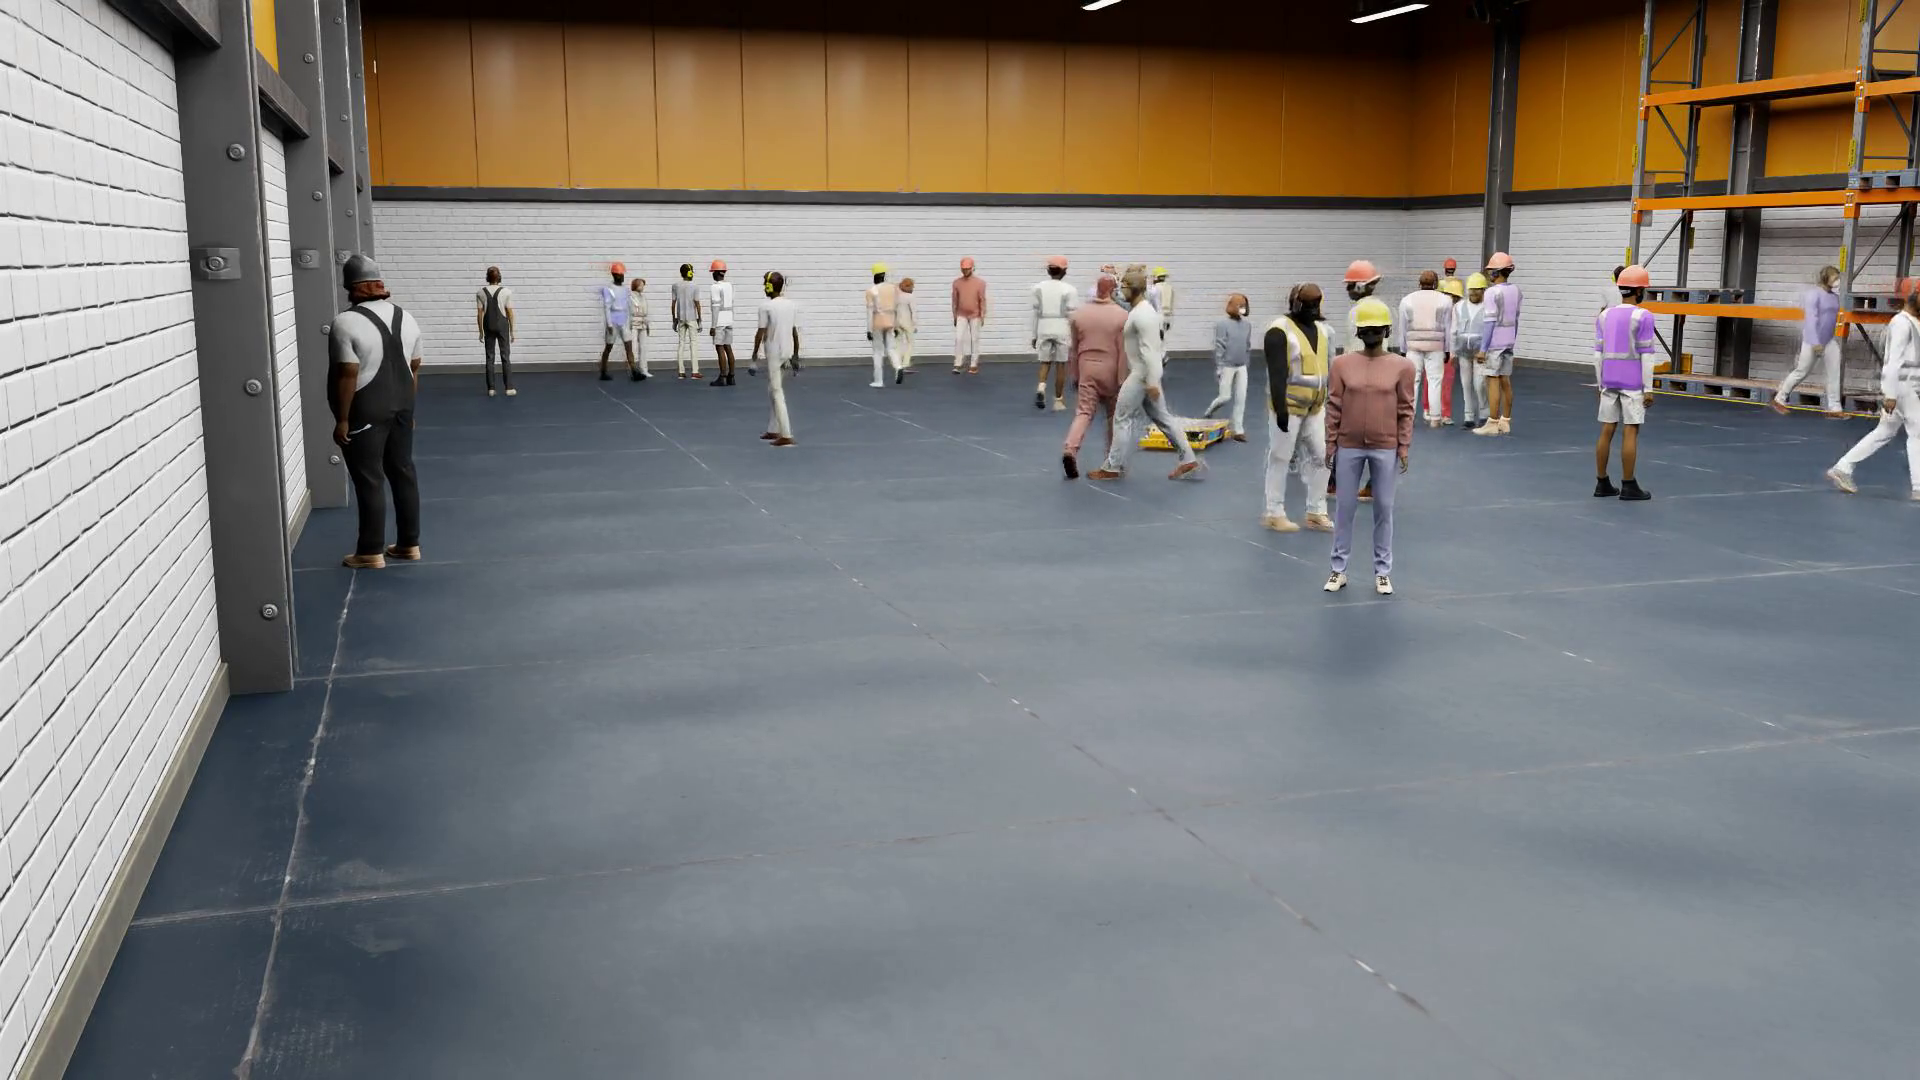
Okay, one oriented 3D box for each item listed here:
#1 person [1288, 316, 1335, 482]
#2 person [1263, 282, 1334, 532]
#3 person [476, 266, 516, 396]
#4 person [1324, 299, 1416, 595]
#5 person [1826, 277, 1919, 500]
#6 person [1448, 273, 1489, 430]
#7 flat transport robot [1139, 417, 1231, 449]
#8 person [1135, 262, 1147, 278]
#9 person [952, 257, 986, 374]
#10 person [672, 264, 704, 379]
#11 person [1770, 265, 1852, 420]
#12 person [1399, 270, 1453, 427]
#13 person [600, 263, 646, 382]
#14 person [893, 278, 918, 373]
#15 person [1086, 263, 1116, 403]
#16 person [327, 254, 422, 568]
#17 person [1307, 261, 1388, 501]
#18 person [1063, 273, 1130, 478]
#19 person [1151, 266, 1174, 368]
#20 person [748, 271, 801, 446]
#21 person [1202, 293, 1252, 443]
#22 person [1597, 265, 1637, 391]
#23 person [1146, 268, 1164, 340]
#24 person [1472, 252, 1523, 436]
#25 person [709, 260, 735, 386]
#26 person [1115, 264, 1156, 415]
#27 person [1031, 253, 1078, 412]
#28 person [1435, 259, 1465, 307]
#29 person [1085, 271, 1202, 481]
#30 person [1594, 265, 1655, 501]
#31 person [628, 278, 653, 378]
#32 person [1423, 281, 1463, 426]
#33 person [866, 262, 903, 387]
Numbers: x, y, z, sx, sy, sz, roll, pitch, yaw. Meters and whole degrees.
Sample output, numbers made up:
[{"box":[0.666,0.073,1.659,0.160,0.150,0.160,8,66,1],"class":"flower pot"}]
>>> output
[{"box":[3.135,-1.395,15.047,0.496,1.697,0.881,3,10,14],"class":"person"},{"box":[2.510,-0.943,12.071,0.638,1.823,0.653,-7,12,-35],"class":"person"},{"box":[-6.646,-2.985,23.828,0.506,1.846,0.351,-1,10,-4],"class":"person"},{"box":[2.447,-0.553,9.982,0.523,1.769,0.309,3,10,17],"class":"person"},{"box":[7.789,-1.263,13.866,0.926,1.852,0.585,7,12,34],"class":"person"},{"box":[5.916,-2.159,19.145,0.590,1.812,0.474,8,13,39],"class":"person"},{"box":[2.423,-1.150,17.761,0.652,0.197,1.431,4,11,22],"class":"flat transport robot"},{"box":[2.706,-3.298,25.510,0.411,1.894,0.672,-1,10,-5],"class":"person"},{"box":[0.127,-3.776,28.081,0.617,1.962,0.871,2,10,12],"class":"person"},{"box":[-4.442,-3.554,27.075,0.518,1.862,0.323,3,10,15],"class":"person"},{"box":[10.576,-2.445,20.581,0.633,1.901,0.996,-5,11,-25],"class":"person"},{"box":[5.471,-2.242,19.543,0.625,1.844,0.429,4,11,23],"class":"person"},{"box":[-5.421,-3.451,26.420,1.000,1.885,0.587,8,13,40],"class":"person"},{"box":[-0.948,-3.639,28.304,0.558,1.611,0.331,7,12,37],"class":"person"},{"box":[2.018,-2.824,22.759,0.657,1.900,0.395,-9,13,-42],"class":"person"},{"box":[-3.863,-0.843,10.863,0.536,2.000,0.684,5,11,27],"class":"person"},{"box":[3.208,-1.301,13.703,0.774,1.968,0.659,8,12,38],"class":"person"},{"box":[1.260,-1.497,15.230,0.651,1.876,0.933,6,11,31],"class":"person"},{"box":[3.417,-3.777,28.483,0.615,1.819,0.515,-9,13,-41],"class":"person"},{"box":[-2.032,-1.922,17.677,0.739,1.845,0.549,7,12,36],"class":"person"},{"box":[2.923,-1.872,18.028,0.519,1.615,0.576,-6,11,-31],"class":"person"},{"box":[9.601,-3.064,24.238,0.548,1.863,0.412,6,12,32],"class":"person"},{"box":[2.800,-3.271,25.478,0.638,1.859,0.991,1,10,8],"class":"person"},{"box":[5.997,-2.180,18.595,0.605,2.044,0.375,-8,13,-39],"class":"person"},{"box":[-3.684,-3.328,25.547,0.371,1.935,0.551,5,11,25],"class":"person"},{"box":[2.184,-2.586,21.360,0.625,1.908,0.935,0,10,-1],"class":"person"},{"box":[1.197,-2.633,21.243,0.624,2.030,0.545,4,10,21],"class":"person"},{"box":[8.784,-4.082,29.936,0.577,1.932,0.367,-1,10,-4],"class":"person"},{"box":[1.687,-1.451,14.850,1.028,1.894,0.617,2,10,10],"class":"person"},{"box":[5.522,-1.298,13.792,0.362,1.939,0.542,-6,11,-30],"class":"person"},{"box":[-5.276,-3.465,27.235,0.314,1.633,0.523,6,12,32],"class":"person"},{"box":[5.807,-2.258,20.014,0.528,1.710,0.933,1,10,3],"class":"person"},{"box":[-1.136,-3.250,25.182,0.607,1.906,0.589,-7,12,-34],"class":"person"}]
